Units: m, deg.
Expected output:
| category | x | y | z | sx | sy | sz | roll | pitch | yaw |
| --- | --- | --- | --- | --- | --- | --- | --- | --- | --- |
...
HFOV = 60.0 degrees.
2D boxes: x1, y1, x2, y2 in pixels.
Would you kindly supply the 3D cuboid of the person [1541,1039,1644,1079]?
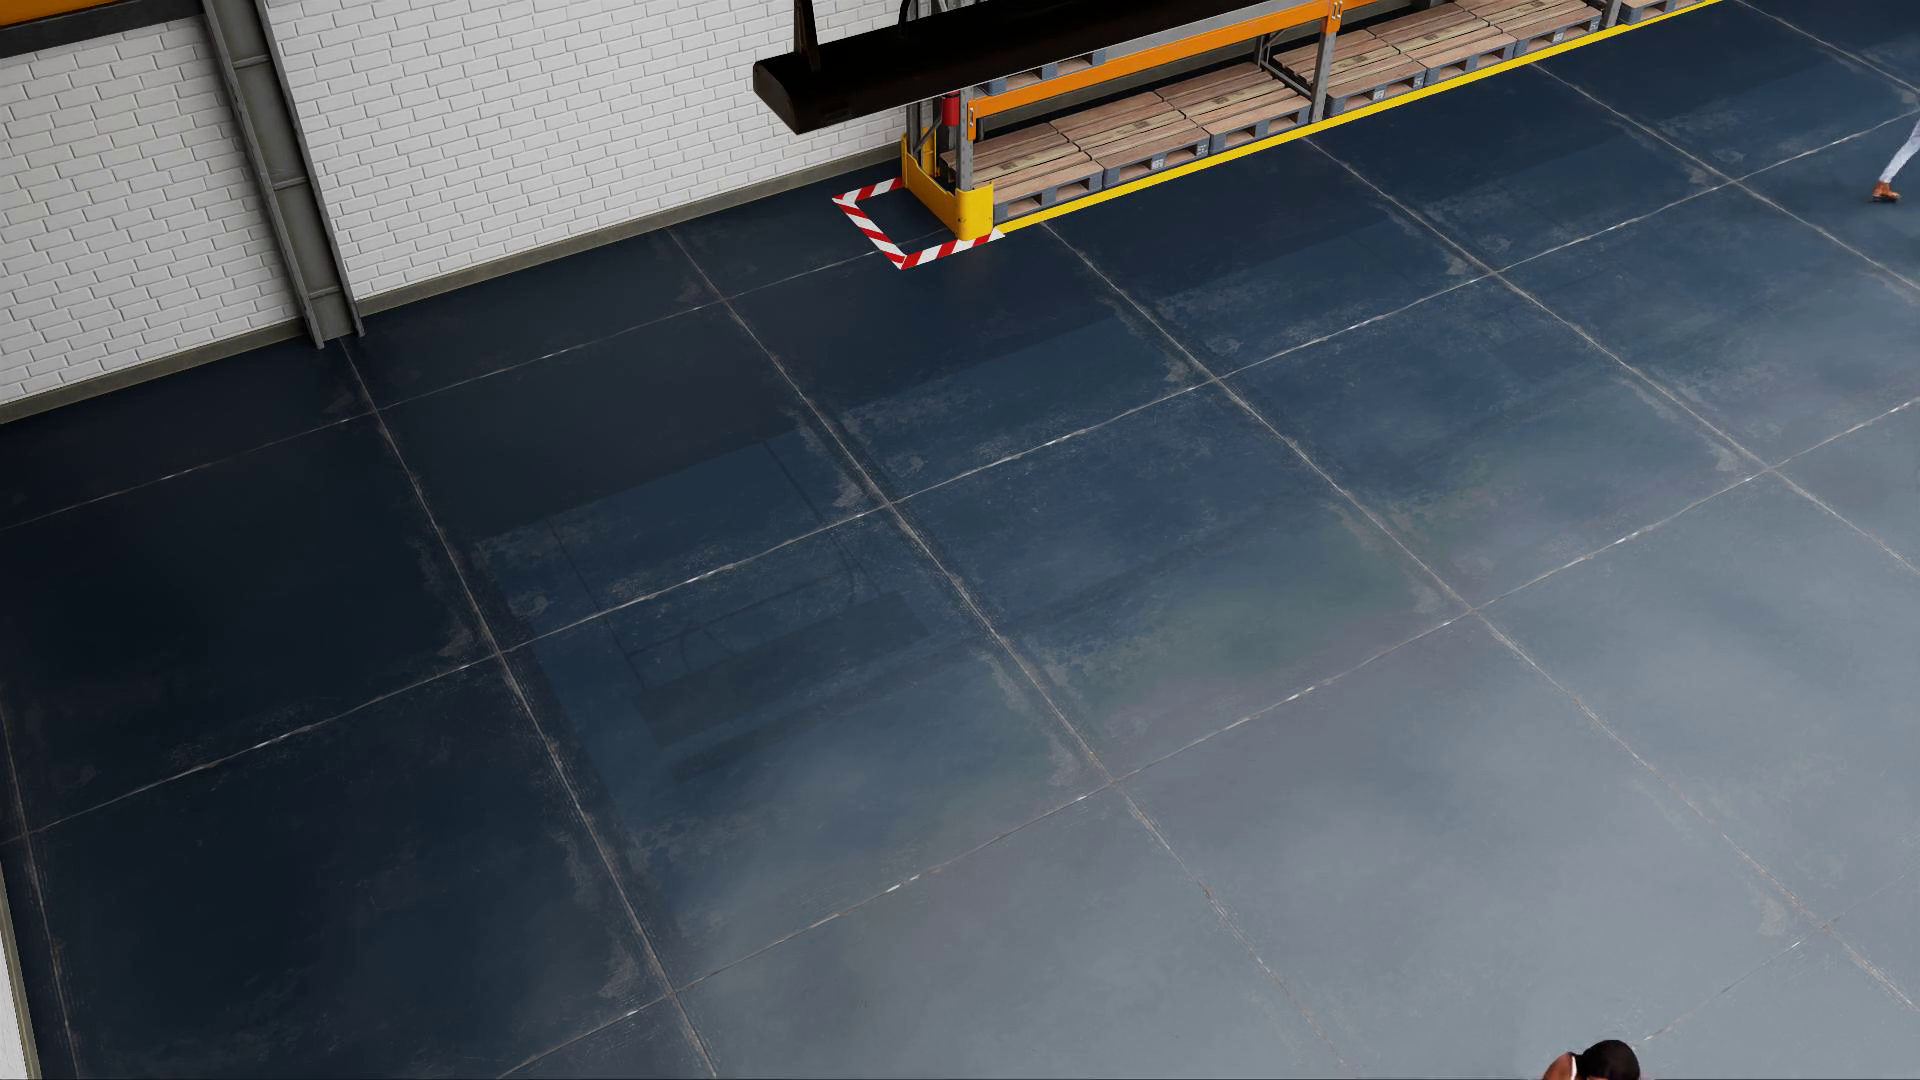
| category | x | y | z | sx | sy | sz | roll | pitch | yaw |
| --- | --- | --- | --- | --- | --- | --- | --- | --- | --- |
| person | 2.891 | 2.781 | 7.855 | 0.816 | 1.793 | 0.877 | 14 | 45 | 14 |
